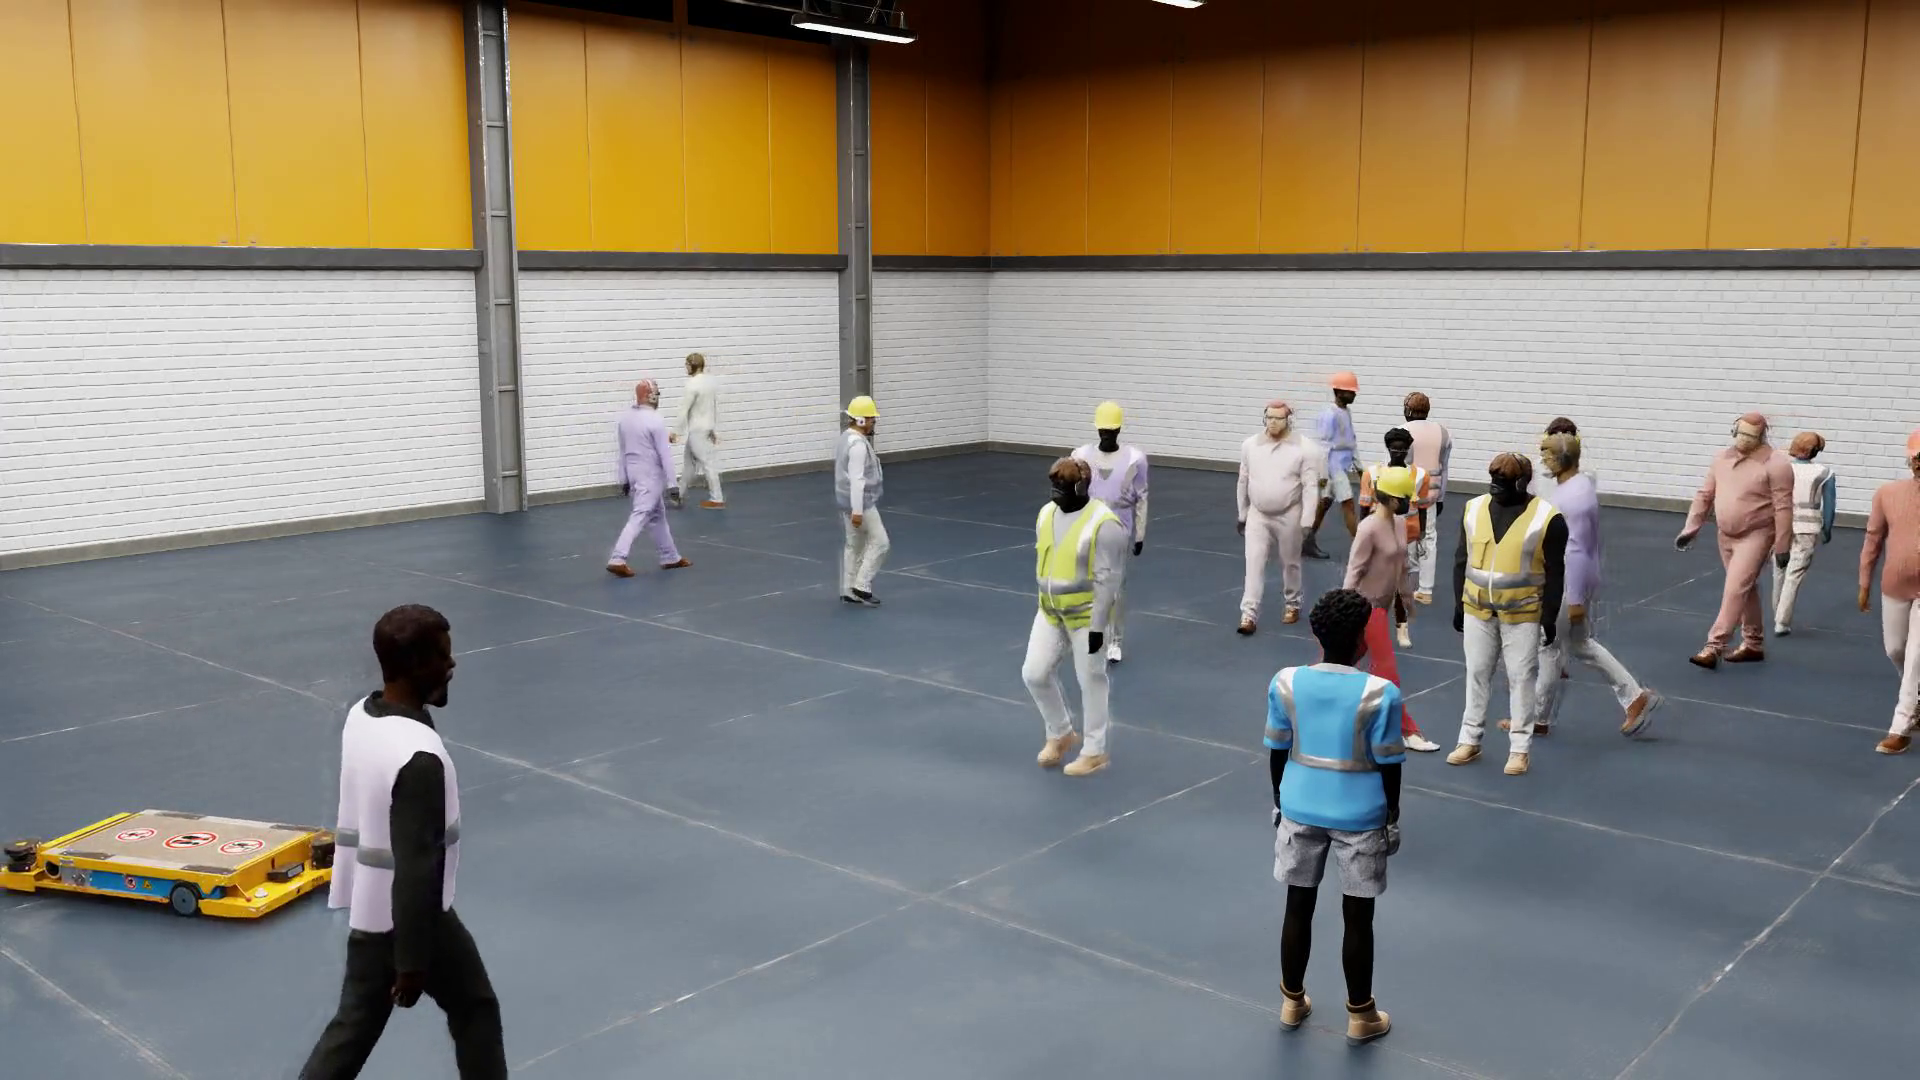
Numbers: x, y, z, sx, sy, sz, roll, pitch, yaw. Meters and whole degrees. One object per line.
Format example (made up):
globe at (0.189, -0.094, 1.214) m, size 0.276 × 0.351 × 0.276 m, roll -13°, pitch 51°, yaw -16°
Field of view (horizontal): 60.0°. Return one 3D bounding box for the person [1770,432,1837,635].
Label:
person at (6.668, -0.065, 13.245) m, size 0.524 × 1.593 × 0.857 m, roll 7°, pitch 12°, yaw 39°

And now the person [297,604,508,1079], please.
person at (-1.707, 1.115, 5.017) m, size 0.996 × 1.874 × 0.592 m, roll -8°, pitch 12°, yaw -40°

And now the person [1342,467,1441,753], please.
person at (2.503, 0.386, 10.083) m, size 0.941 × 1.707 × 0.569 m, roll 7°, pitch 12°, yaw 38°

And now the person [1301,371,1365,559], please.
person at (3.813, -0.716, 16.414) m, size 0.971 × 1.884 × 0.571 m, roll 5°, pitch 10°, yaw 27°

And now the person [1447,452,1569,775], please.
person at (3.107, 0.414, 9.499) m, size 0.624 × 1.841 × 0.430 m, roll 7°, pitch 12°, yaw 39°

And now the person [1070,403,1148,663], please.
person at (1.056, -0.053, 12.254) m, size 0.598 × 1.894 × 0.866 m, roll 3°, pitch 9°, yaw 16°

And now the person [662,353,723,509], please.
person at (-3.298, -1.312, 20.173) m, size 0.956 × 1.894 × 0.635 m, roll 2°, pitch 9°, yaw 11°

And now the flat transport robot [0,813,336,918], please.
flat transport robot at (-3.637, 1.478, 7.714) m, size 1.431 × 0.197 × 0.652 m, roll 3°, pitch 9°, yaw 16°

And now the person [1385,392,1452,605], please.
person at (3.884, -0.350, 14.279) m, size 0.632 × 1.843 × 0.429 m, roll -3°, pitch 10°, yaw -19°

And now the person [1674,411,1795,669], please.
person at (5.536, 0.006, 11.954) m, size 0.916 × 1.859 × 0.664 m, roll -3°, pitch 10°, yaw -18°

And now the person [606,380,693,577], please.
person at (-2.967, -0.585, 15.746) m, size 1.015 × 1.865 × 0.649 m, roll -8°, pitch 12°, yaw -41°

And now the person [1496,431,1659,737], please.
person at (3.810, 0.290, 10.119) m, size 0.861 × 1.907 × 0.672 m, roll 3°, pitch 10°, yaw 20°

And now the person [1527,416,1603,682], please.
person at (4.194, 0.065, 11.641) m, size 0.566 × 1.847 × 0.433 m, roll 6°, pitch 11°, yaw 32°

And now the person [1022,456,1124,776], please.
person at (0.643, 0.436, 9.383) m, size 0.628 × 1.828 × 0.463 m, roll 9°, pitch 13°, yaw 44°

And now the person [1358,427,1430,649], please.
person at (3.299, -0.012, 12.629) m, size 0.562 × 1.698 × 0.317 m, roll 1°, pitch 9°, yaw 5°

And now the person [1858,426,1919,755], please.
person at (5.800, 0.266, 10.037) m, size 0.912 × 1.970 × 0.637 m, roll -8°, pitch 12°, yaw -40°

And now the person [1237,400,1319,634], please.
person at (2.517, -0.192, 13.262) m, size 0.674 × 1.852 × 1.017 m, roll 4°, pitch 10°, yaw 25°

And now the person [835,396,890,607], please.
person at (-0.828, -0.322, 14.189) m, size 0.462 × 1.817 × 0.601 m, roll -3°, pitch 9°, yaw -17°

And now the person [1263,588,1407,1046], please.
person at (1.385, 1.018, 6.156) m, size 0.532 × 1.693 × 0.319 m, roll 6°, pitch 11°, yaw 31°
